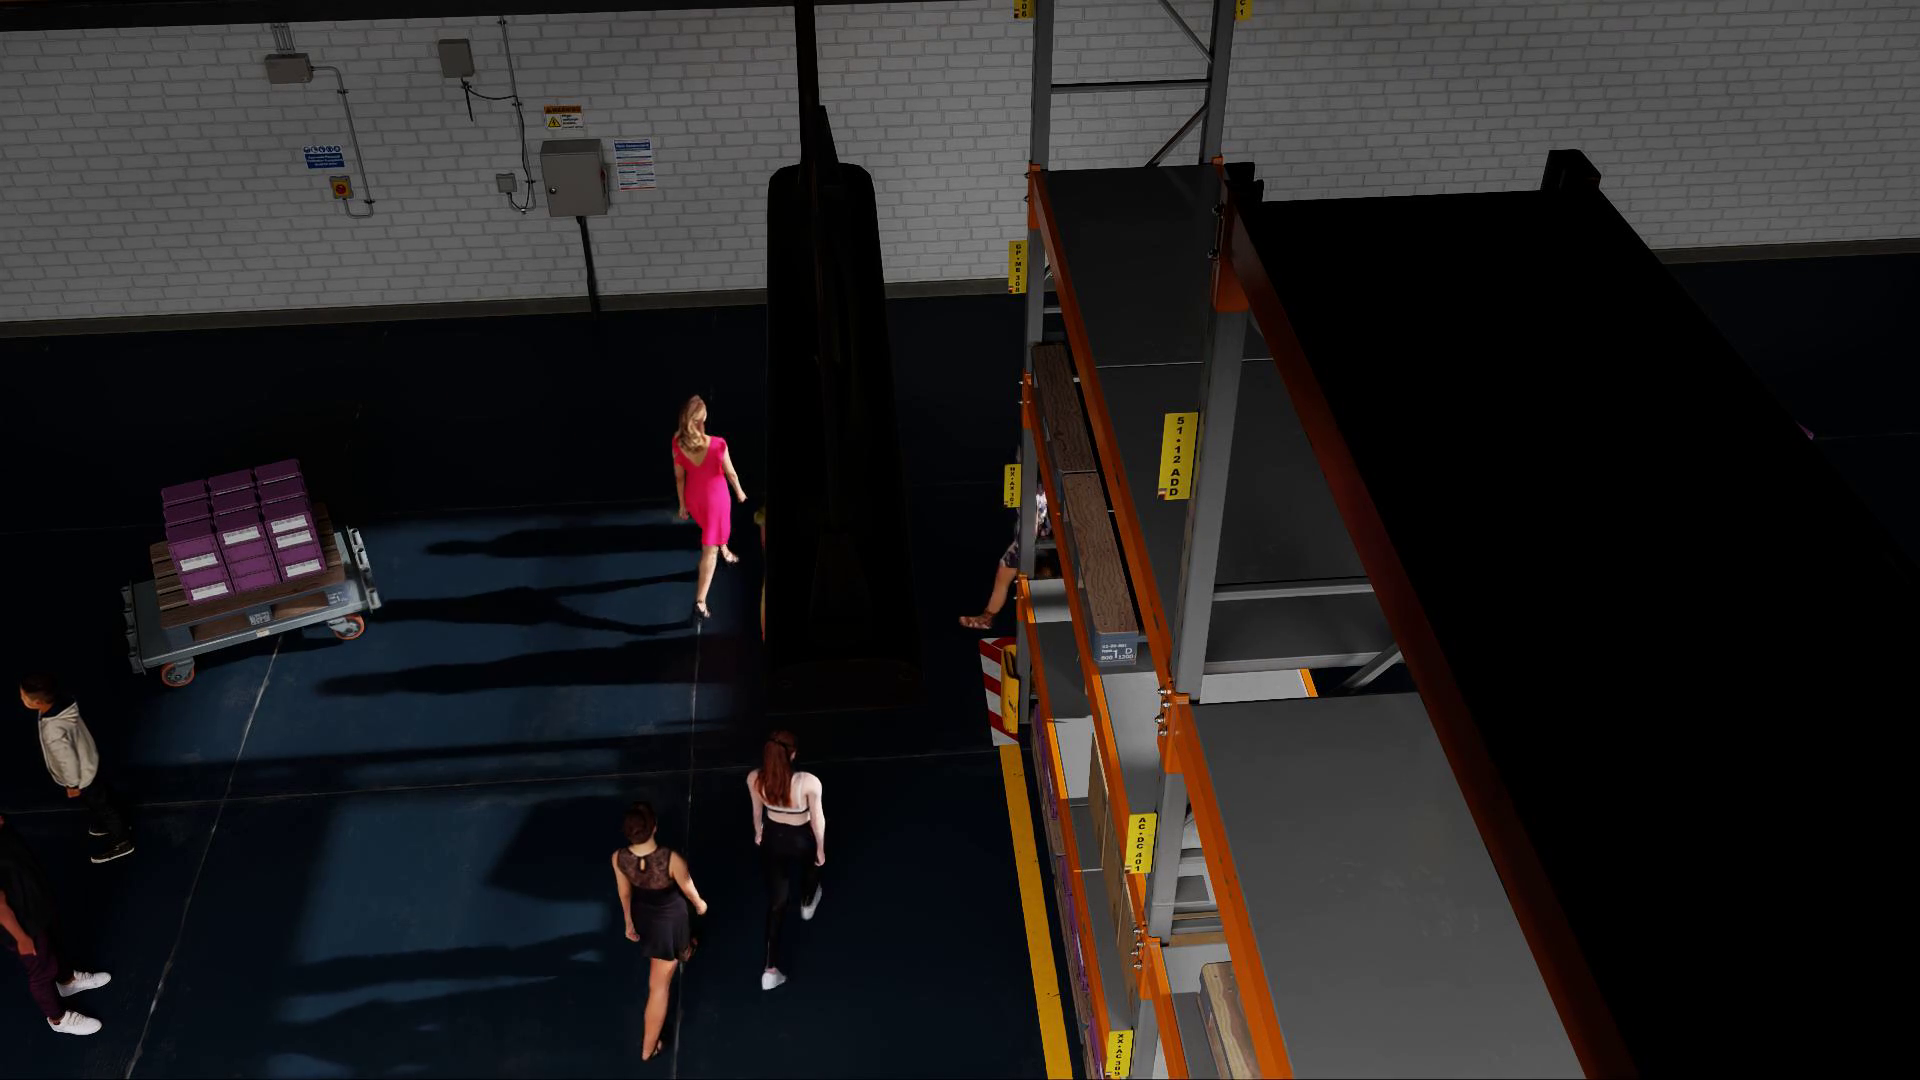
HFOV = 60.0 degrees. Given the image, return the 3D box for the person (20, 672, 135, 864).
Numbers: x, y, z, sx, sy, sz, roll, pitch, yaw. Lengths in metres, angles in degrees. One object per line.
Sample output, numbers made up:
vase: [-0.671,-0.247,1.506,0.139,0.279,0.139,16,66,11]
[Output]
person: [-5.303,1.342,10.005,0.700,1.453,0.540,-15,41,-18]

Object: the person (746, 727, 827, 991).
person: [-0.977,1.767,9.267,0.820,1.711,1.216,7,39,9]

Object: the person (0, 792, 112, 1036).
person: [-5.054,1.962,8.965,0.715,1.782,0.527,-8,39,-10]

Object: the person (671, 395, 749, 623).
person: [-1.817,-0.194,11.747,0.882,1.680,1.140,12,40,15]

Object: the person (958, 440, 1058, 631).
person: [0.571,0.039,11.451,0.949,1.686,1.148,10,40,12]

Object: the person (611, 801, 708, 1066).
person: [-1.636,2.114,8.907,0.889,1.617,1.221,12,40,14]
